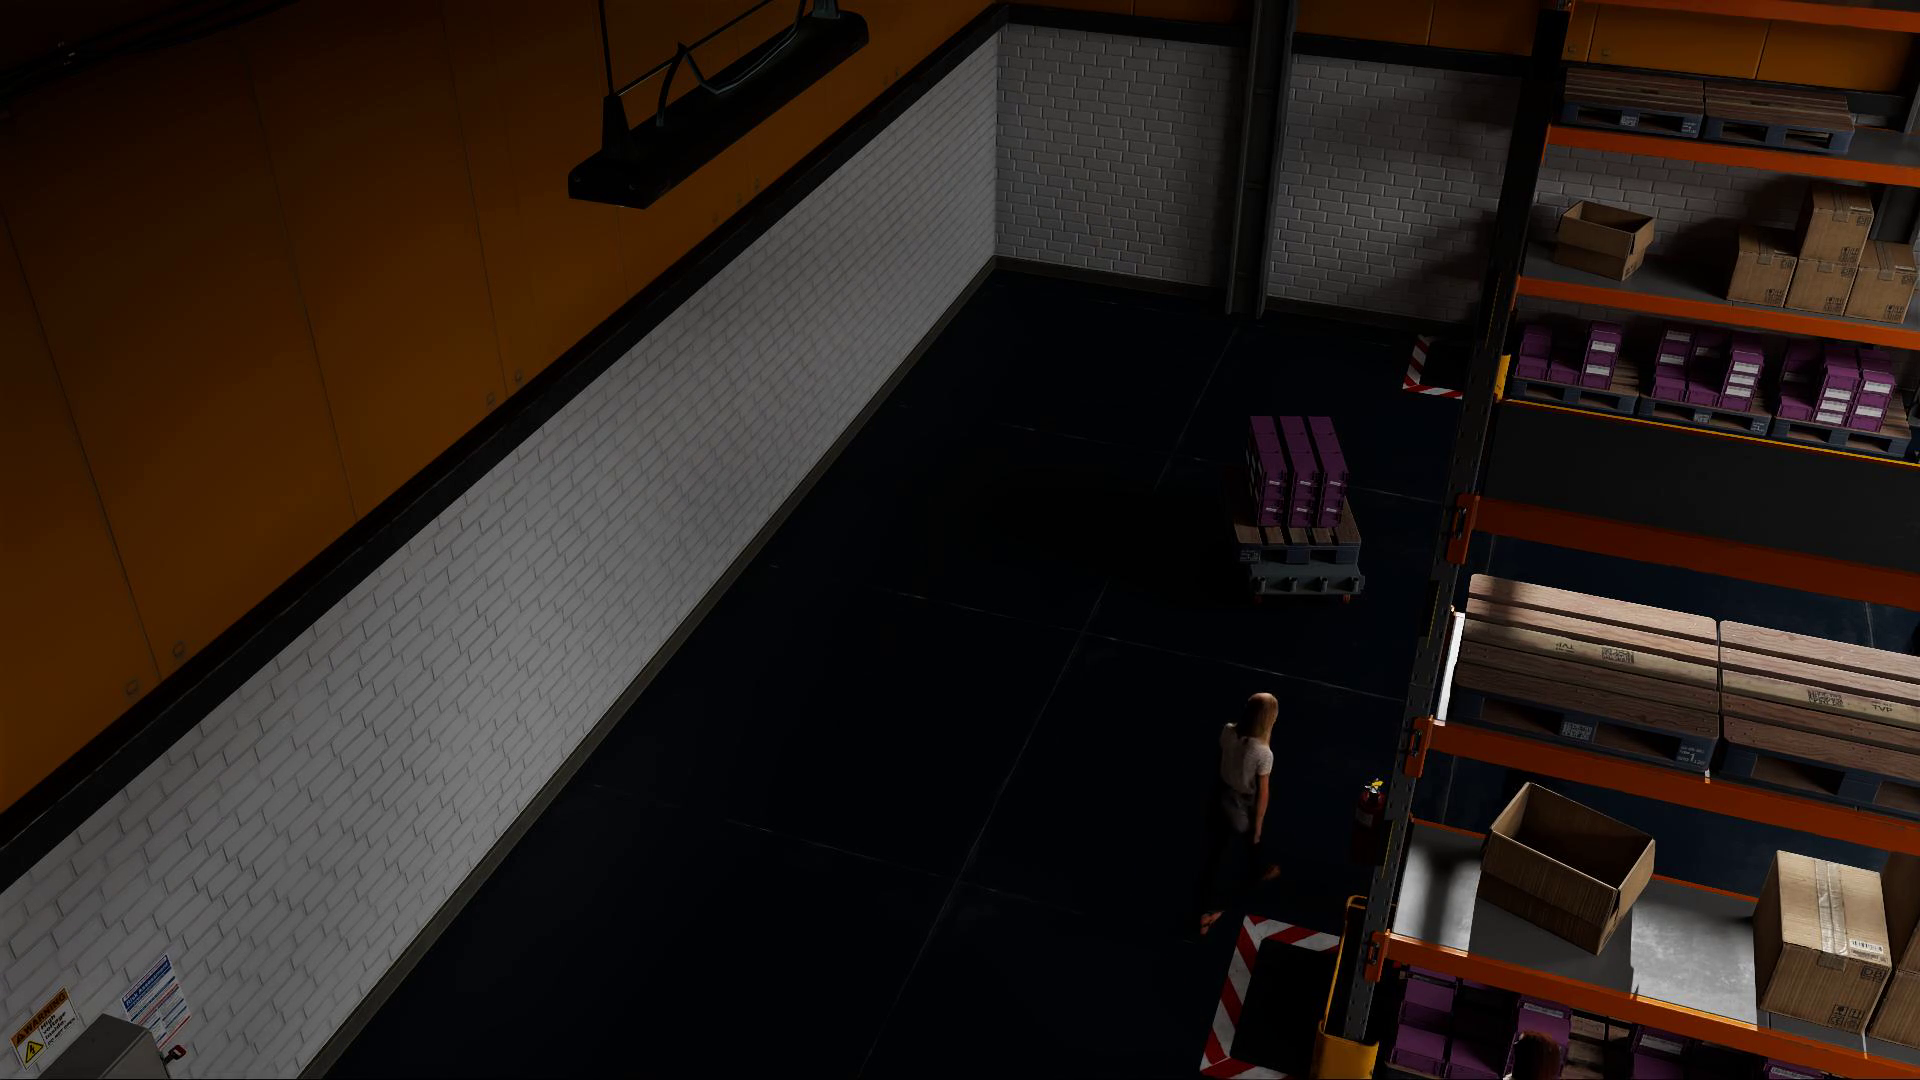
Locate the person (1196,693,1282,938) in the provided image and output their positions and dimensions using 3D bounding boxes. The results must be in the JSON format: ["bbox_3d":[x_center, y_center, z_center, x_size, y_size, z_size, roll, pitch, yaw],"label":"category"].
[{"bbox_3d":[1.663,1.753,10.327,1.071,1.789,0.939,27,42,34],"label":"person"}]
